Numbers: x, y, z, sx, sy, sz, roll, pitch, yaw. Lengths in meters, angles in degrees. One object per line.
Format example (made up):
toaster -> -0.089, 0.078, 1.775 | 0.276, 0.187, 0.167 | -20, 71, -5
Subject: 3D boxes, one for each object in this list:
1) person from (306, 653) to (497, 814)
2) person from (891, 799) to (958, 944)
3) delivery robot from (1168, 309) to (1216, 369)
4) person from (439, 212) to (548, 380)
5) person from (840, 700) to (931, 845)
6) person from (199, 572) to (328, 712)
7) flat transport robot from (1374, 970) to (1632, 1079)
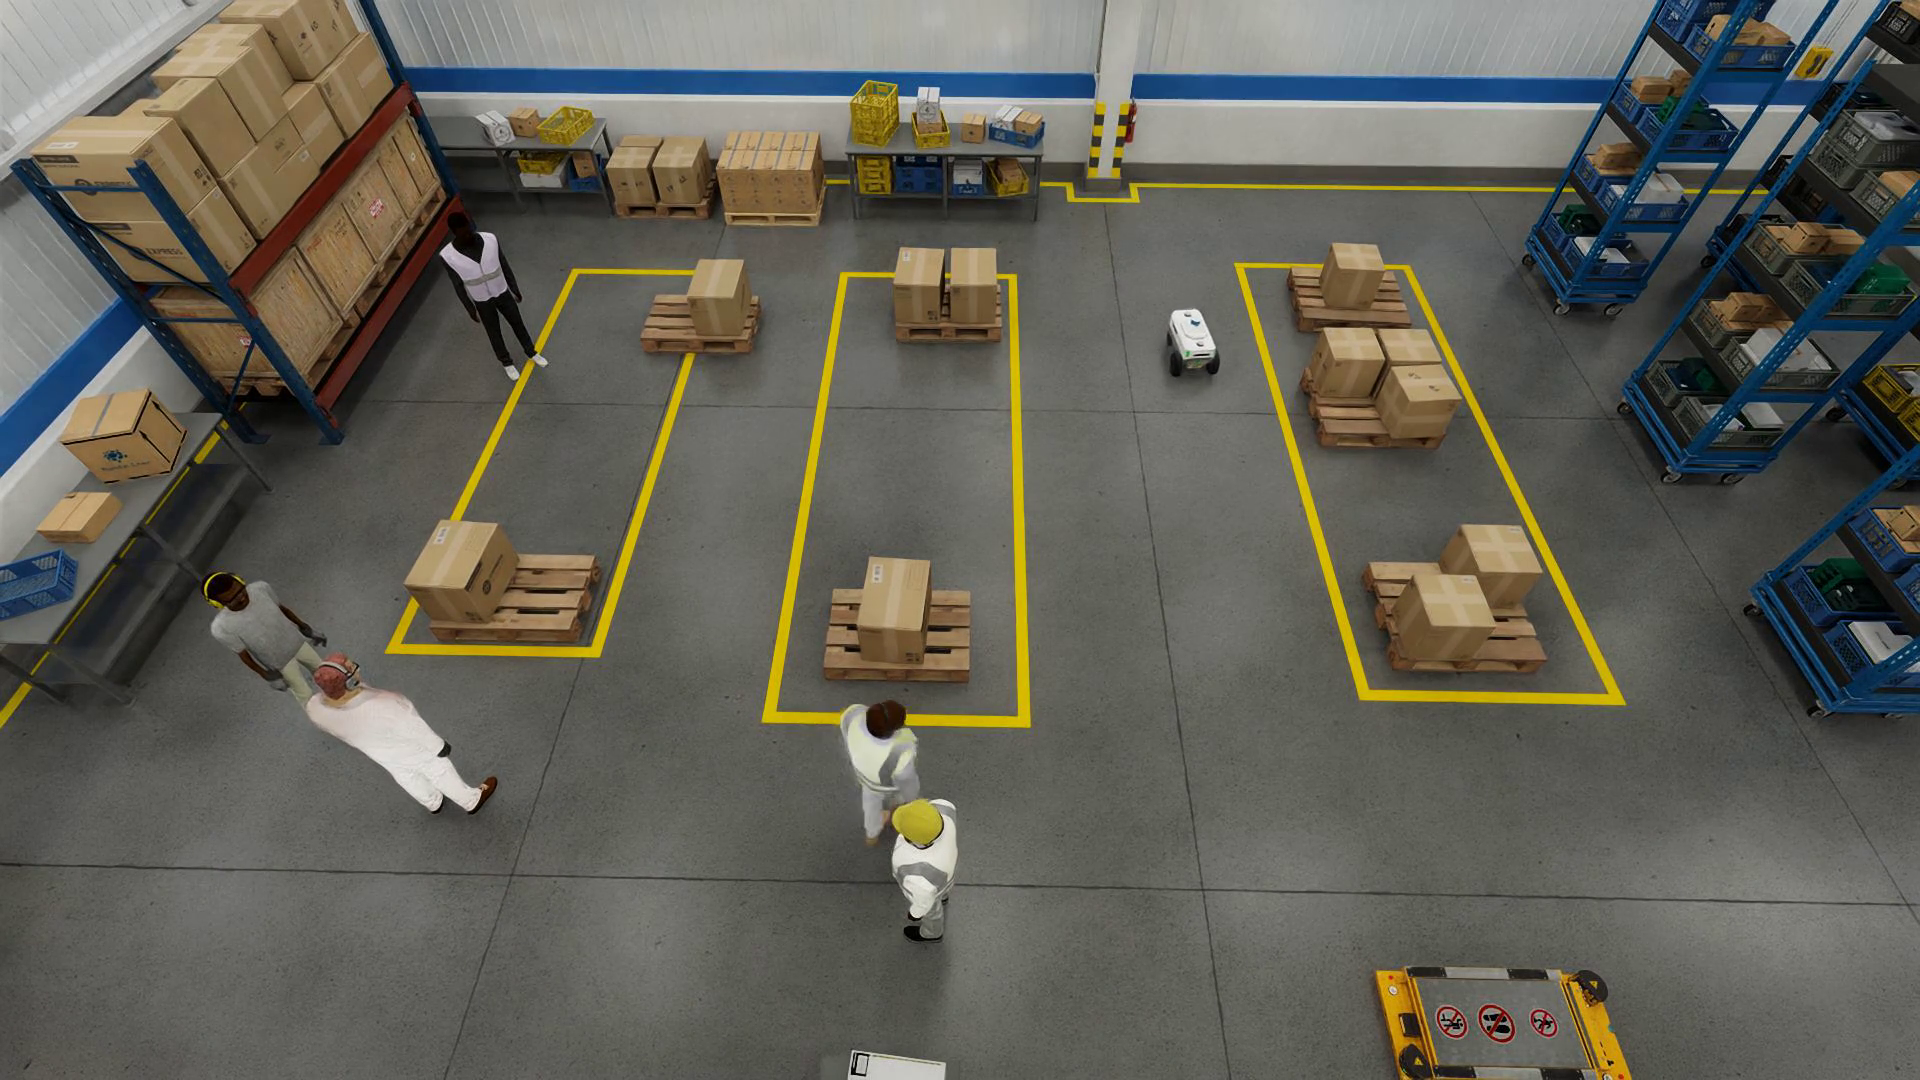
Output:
person -> -3.846, 1.372, 6.305 | 0.639, 1.904, 0.407 | 4, 51, 3
person -> -0.220, 2.084, 5.769 | 0.404, 1.833, 0.592 | 9, 51, 7
delivery robot -> 2.544, -2.233, 10.048 | 0.477, 0.478, 0.707 | -5, 51, -4
person -> -4.858, -2.530, 9.482 | 0.591, 1.910, 0.380 | -37, 60, -26
person -> -0.508, 1.549, 6.226 | 0.686, 1.815, 0.593 | 32, 58, 23
person -> -4.944, 0.837, 6.760 | 0.330, 1.874, 0.518 | 9, 51, 8
flat transport robot -> 3.501, 3.133, 5.914 | 1.431, 0.197, 0.652 | 1, 51, 1
